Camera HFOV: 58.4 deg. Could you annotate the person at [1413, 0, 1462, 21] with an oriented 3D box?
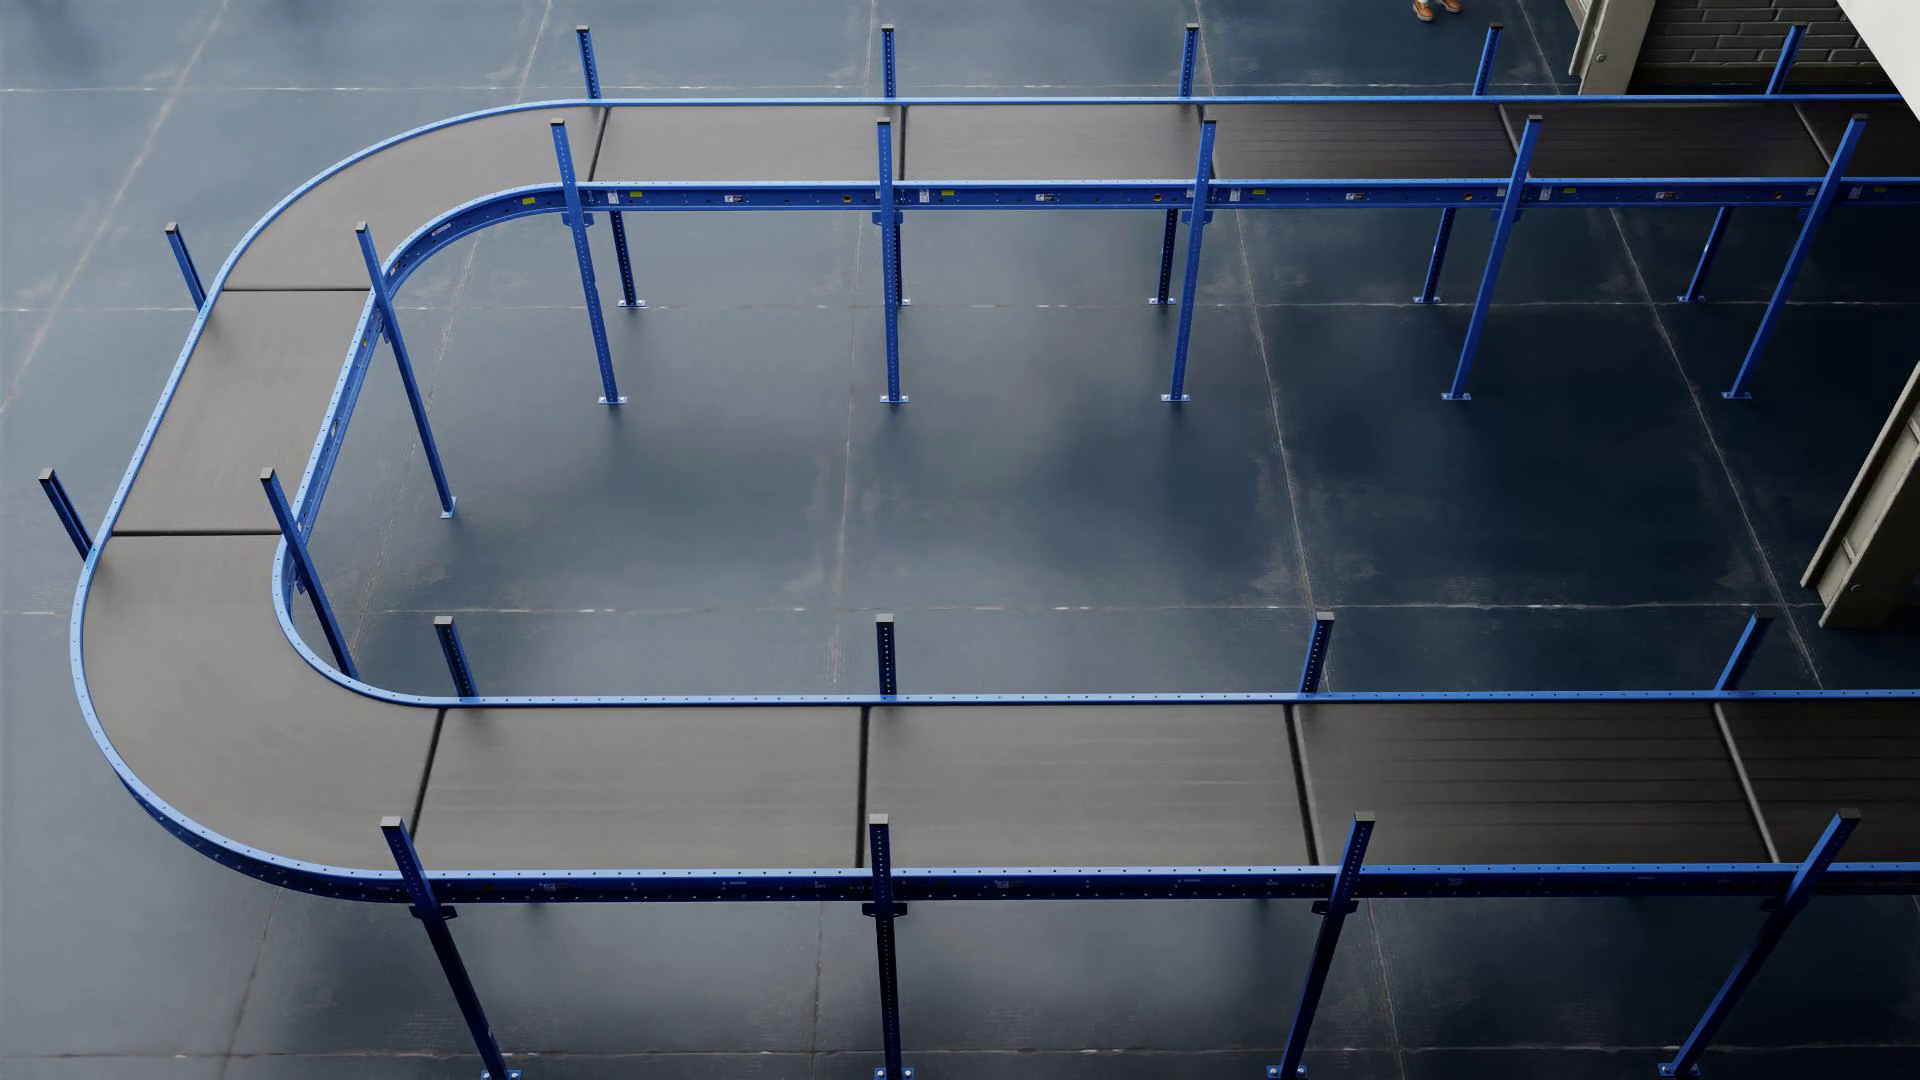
[{"bbox_3d":[4.392,-5.547,15.130,0.603,1.938,0.402,-20,50,-18],"label":"person"}]
